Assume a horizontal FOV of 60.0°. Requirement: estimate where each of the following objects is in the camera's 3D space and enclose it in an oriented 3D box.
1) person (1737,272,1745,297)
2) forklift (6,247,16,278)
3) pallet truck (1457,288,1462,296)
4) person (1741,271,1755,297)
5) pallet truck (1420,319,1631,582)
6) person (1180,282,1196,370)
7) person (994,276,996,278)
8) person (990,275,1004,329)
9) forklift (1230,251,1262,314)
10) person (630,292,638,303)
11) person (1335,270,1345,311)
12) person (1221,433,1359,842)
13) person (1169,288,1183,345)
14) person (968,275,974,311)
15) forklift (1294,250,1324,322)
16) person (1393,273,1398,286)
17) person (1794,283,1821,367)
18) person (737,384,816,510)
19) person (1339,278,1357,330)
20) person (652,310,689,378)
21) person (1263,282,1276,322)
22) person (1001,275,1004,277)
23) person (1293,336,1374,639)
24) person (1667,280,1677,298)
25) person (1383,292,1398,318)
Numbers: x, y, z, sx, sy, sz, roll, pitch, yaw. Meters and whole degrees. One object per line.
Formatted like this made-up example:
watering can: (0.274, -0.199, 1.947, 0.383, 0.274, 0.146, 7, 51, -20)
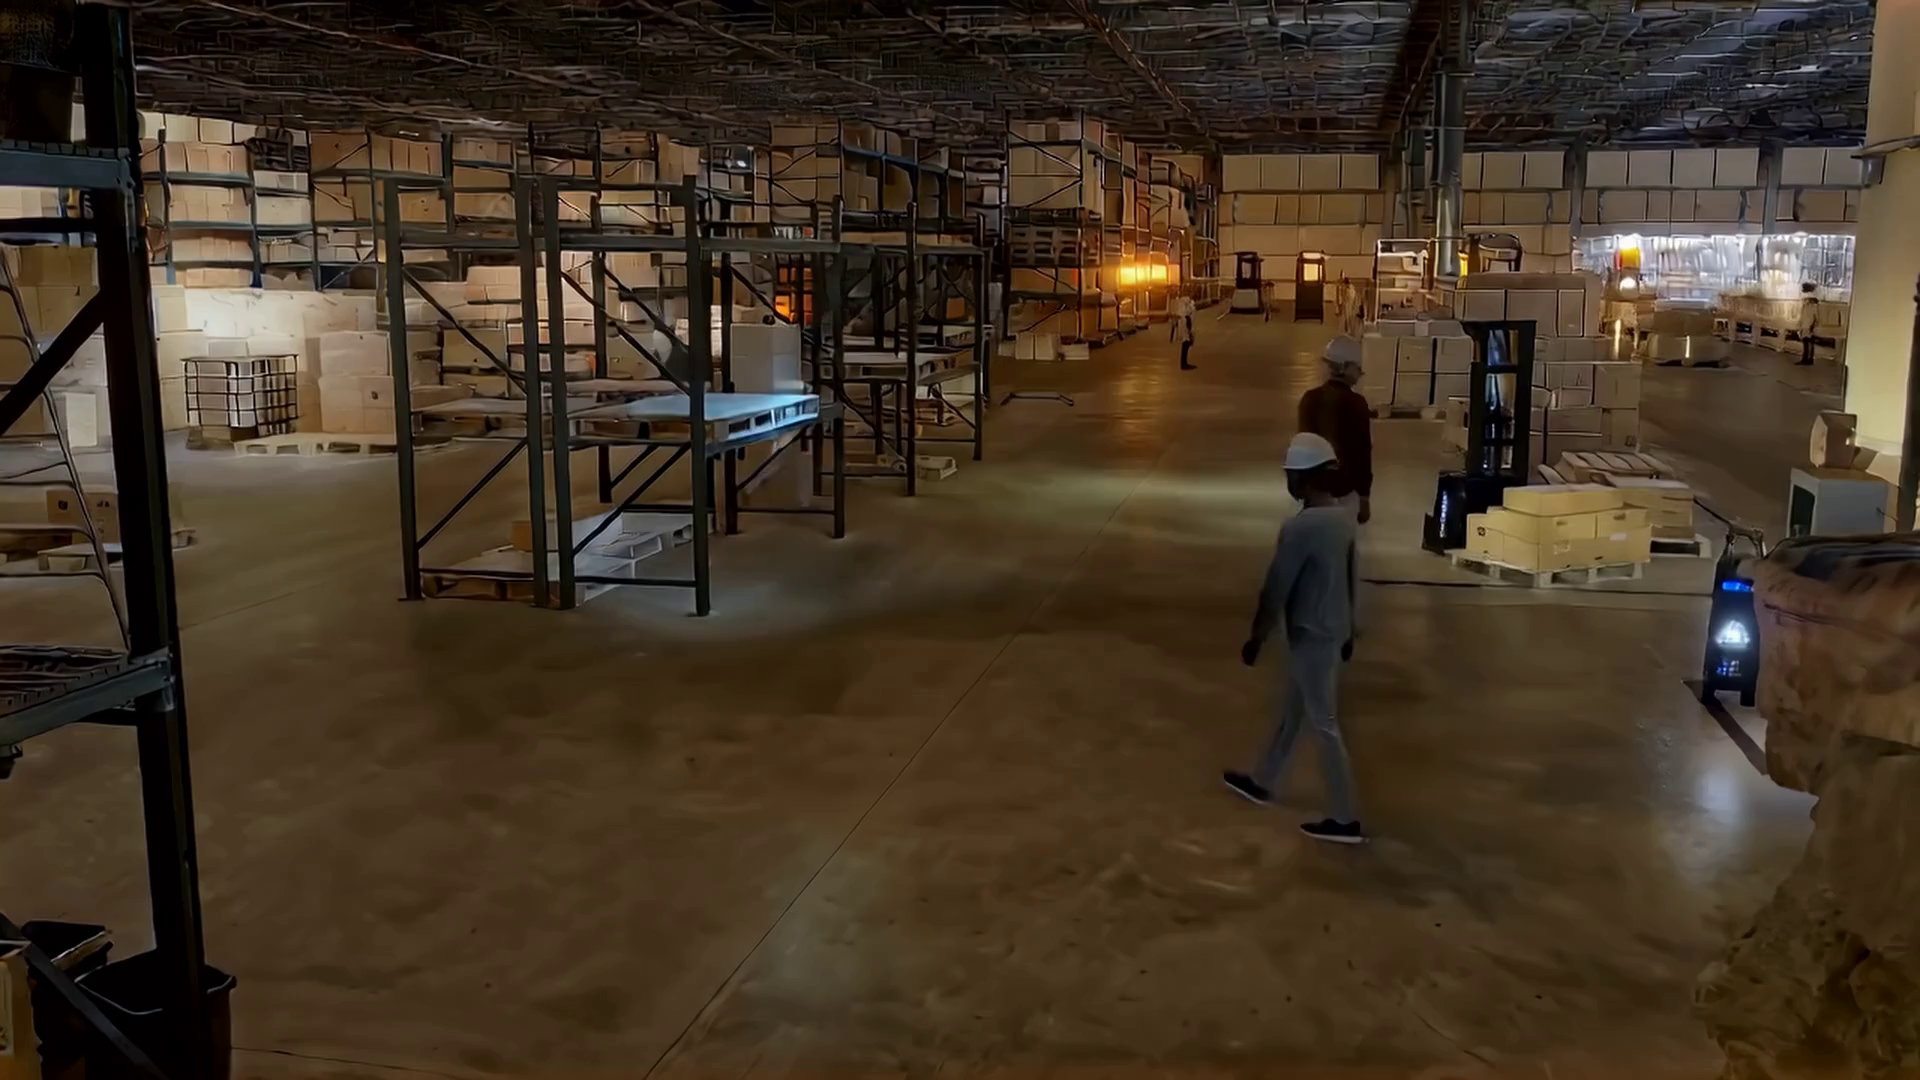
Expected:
person: (37.582, -11.922, 79.881, 0.563, 1.839, 0.394, -3, 10, -16)
forklift: (-27.086, -6.891, 47.013, 1.129, 2.768, 1.873, 2, 10, 12)
pallet truck: (20.506, -9.785, 68.819, 0.653, 1.274, 1.630, 2, 10, 12)
person: (36.772, -11.607, 77.608, 0.620, 1.978, 0.673, 2, 10, 10)
pallet truck: (4.543, -0.757, 13.299, 0.823, 1.965, 1.885, -4, 10, -22)
person: (5.097, -4.773, 37.170, 0.363, 1.965, 0.610, 0, 10, 1)
person: (2.106, -14.303, 94.068, 0.638, 1.817, 0.427, -3, 10, -17)
person: (1.389, -8.490, 59.296, 0.654, 1.925, 0.515, -8, 13, -41)
forklift: (12.906, -11.599, 74.888, 1.129, 2.768, 1.873, 4, 10, 23)
person: (-8.269, -5.421, 41.930, 0.875, 1.656, 0.534, 2, 10, 10)
person: (18.300, -12.007, 80.066, 0.613, 1.944, 0.406, -5, 11, -27)
person: (1.423, 0.405, 7.220, 0.845, 1.733, 0.528, 7, 12, 38)
person: (6.326, -6.458, 48.030, 0.588, 1.664, 0.617, -4, 10, -21)
person: (0.341, -9.217, 63.803, 0.950, 1.867, 0.646, 8, 13, 40)
forklift: (13.778, -10.002, 65.433, 1.129, 2.768, 1.873, 2, 10, 12)
person: (23.053, -13.265, 88.117, 0.484, 1.744, 0.296, -4, 10, -21)
person: (19.605, -4.975, 38.461, 0.376, 1.932, 0.551, -1, 10, -7)
person: (-1.804, -1.103, 16.192, 0.805, 1.717, 0.493, 1, 10, 4)
person: (13.603, -8.264, 58.305, 0.594, 1.817, 0.431, 2, 10, 12)
person: (-3.891, -2.211, 22.546, 0.993, 1.789, 0.560, 6, 11, 33)
person: (12.231, -9.429, 65.825, 0.508, 1.597, 0.810, 4, 10, 22)
person: (2.171, -12.815, 84.956, 0.546, 1.922, 0.654, 2, 10, 14)
person: (2.445, -0.339, 10.953, 0.495, 1.977, 0.694, -6, 12, -33)
person: (30.973, -10.712, 72.639, 0.960, 1.855, 0.673, 7, 12, 34)
person: (10.820, -5.431, 41.993, 0.532, 1.654, 0.873, -6, 11, -33)
